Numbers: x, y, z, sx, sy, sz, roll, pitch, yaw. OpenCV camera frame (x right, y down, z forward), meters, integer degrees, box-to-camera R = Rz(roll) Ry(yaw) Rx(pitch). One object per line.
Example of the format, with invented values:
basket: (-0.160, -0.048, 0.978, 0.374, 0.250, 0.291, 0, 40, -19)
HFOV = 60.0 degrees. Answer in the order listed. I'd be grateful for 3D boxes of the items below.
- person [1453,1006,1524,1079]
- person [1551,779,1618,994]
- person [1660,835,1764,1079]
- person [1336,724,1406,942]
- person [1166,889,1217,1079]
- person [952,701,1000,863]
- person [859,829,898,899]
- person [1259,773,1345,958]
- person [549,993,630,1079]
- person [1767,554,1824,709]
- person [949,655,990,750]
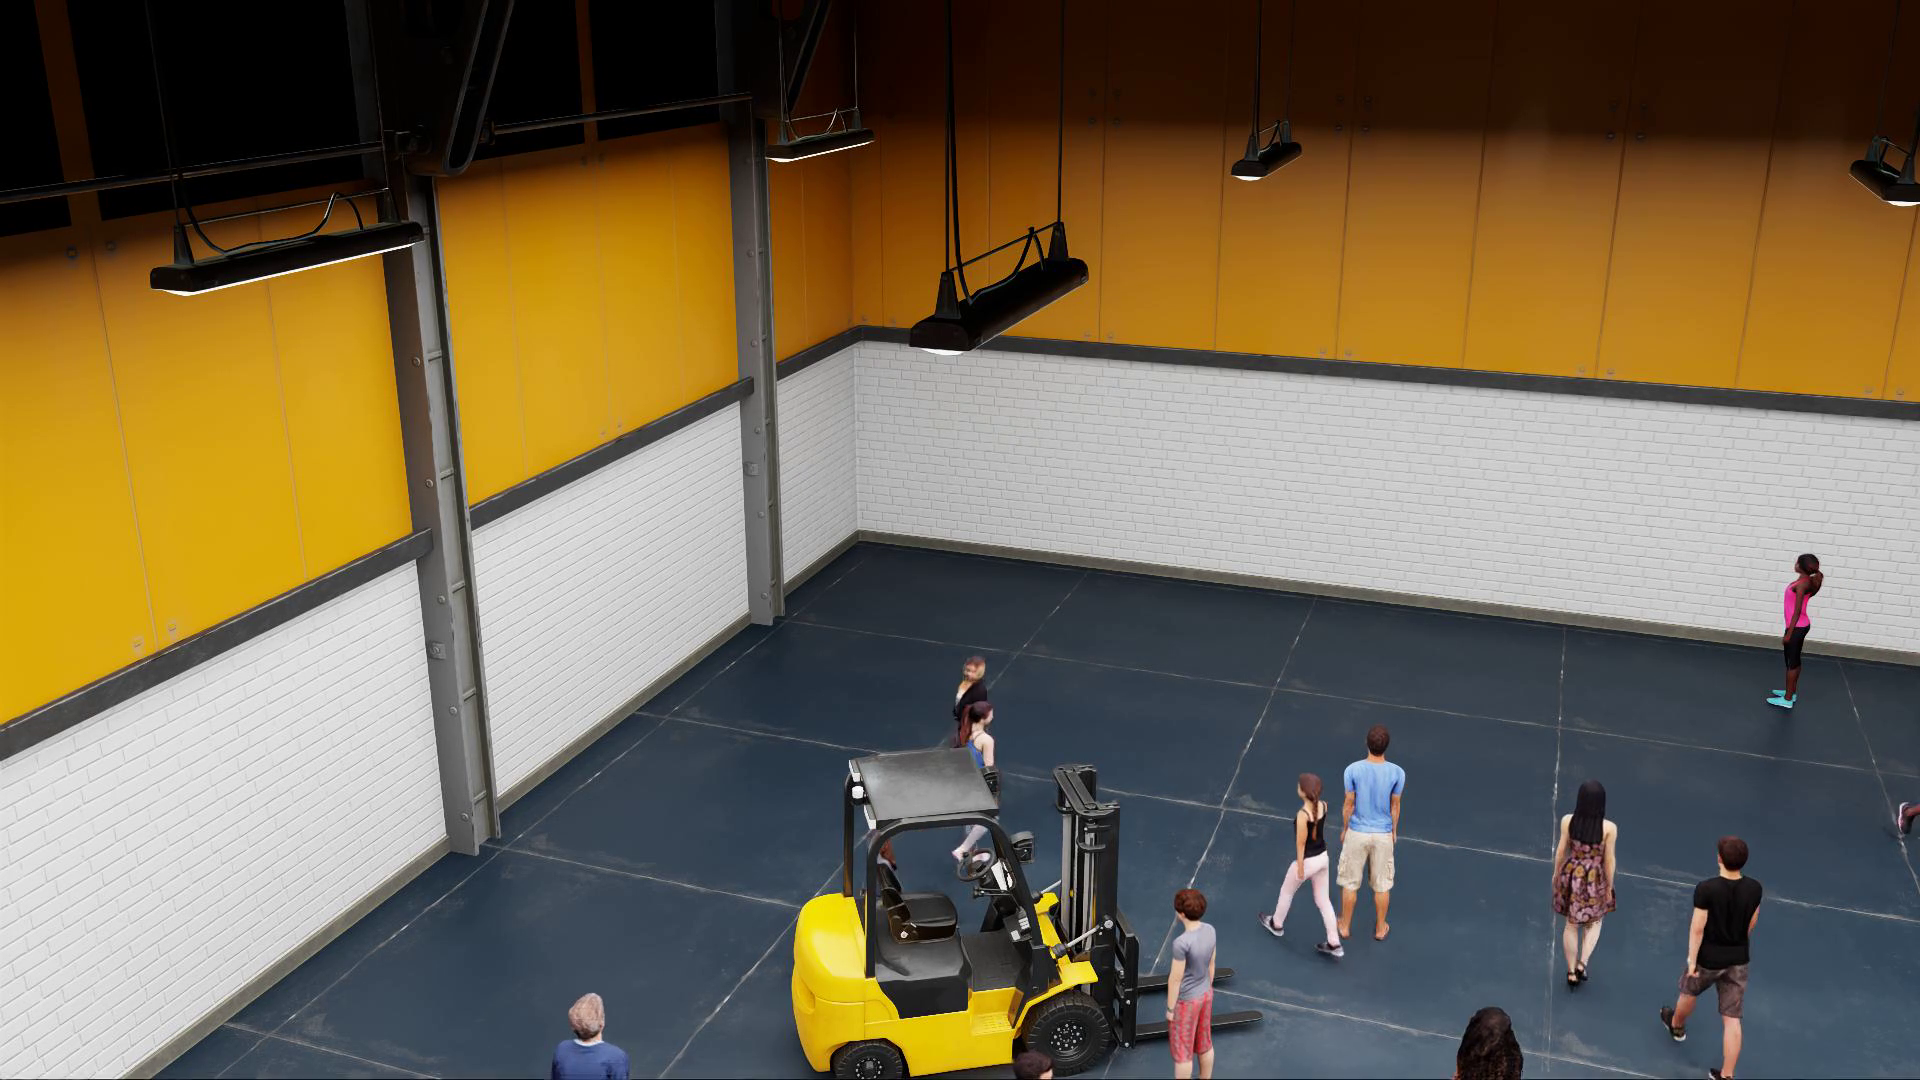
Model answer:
person: (3.174, 3.625, 10.133, 0.677, 1.607, 0.838, 2, 19, 6)
person: (4.746, 2.679, 12.694, 0.692, 1.765, 0.736, 10, 21, 27)
person: (5.379, 2.997, 11.676, 0.917, 1.811, 1.299, 1, 19, 2)
person: (3.320, 2.368, 13.463, 0.695, 1.864, 0.647, 2, 19, 6)
person: (1.595, 3.163, 11.443, 0.612, 1.646, 0.718, -15, 24, -37)
person: (0.090, 2.165, 14.485, 0.830, 1.596, 0.743, -15, 24, -37)
person: (-0.577, 2.801, 13.400, 0.757, 1.082, 0.715, -7, 20, -19)
person: (2.853, 2.610, 13.268, 0.994, 1.529, 0.969, -12, 22, -31)
person: (-2.174, 3.599, 9.836, 0.744, 1.844, 0.975, 4, 19, 12)
person: (8.998, 0.955, 17.879, 0.689, 1.723, 0.585, 15, 24, 37)
person: (0.194, 1.839, 15.389, 1.030, 1.638, 0.955, -7, 20, -19)
